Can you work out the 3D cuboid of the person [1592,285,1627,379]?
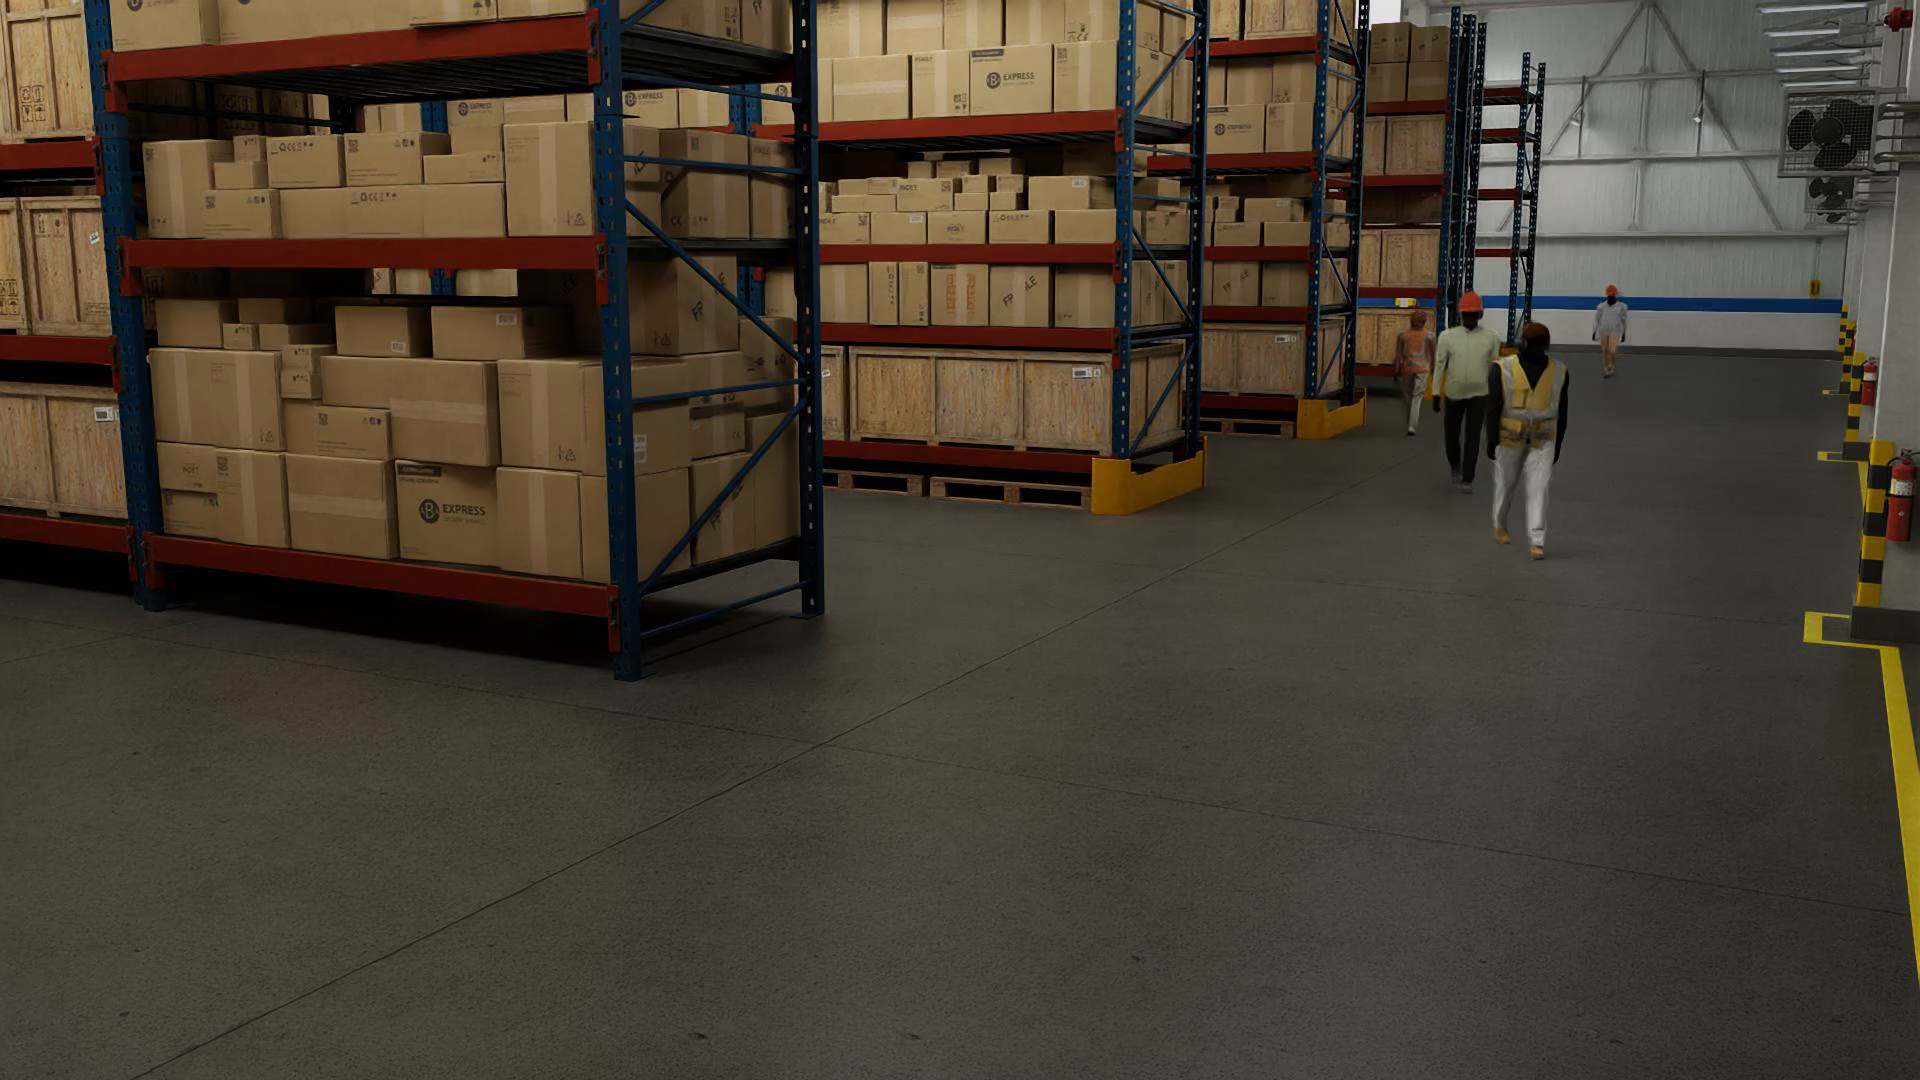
[{"bbox_3d":[12.049,-3.866,30.935,0.583,1.724,0.664,8,12,38],"label":"person"}]

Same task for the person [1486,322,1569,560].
[{"bbox_3d":[4.407,-0.794,12.987,0.624,1.813,0.894,2,10,11],"label":"person"}]

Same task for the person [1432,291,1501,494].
[{"bbox_3d":[4.992,-1.473,16.425,0.631,1.966,0.875,3,10,17],"label":"person"}]

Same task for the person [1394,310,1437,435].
[{"bbox_3d":[5.893,-2.165,21.496,0.531,1.594,0.884,5,11,25],"label":"person"}]
